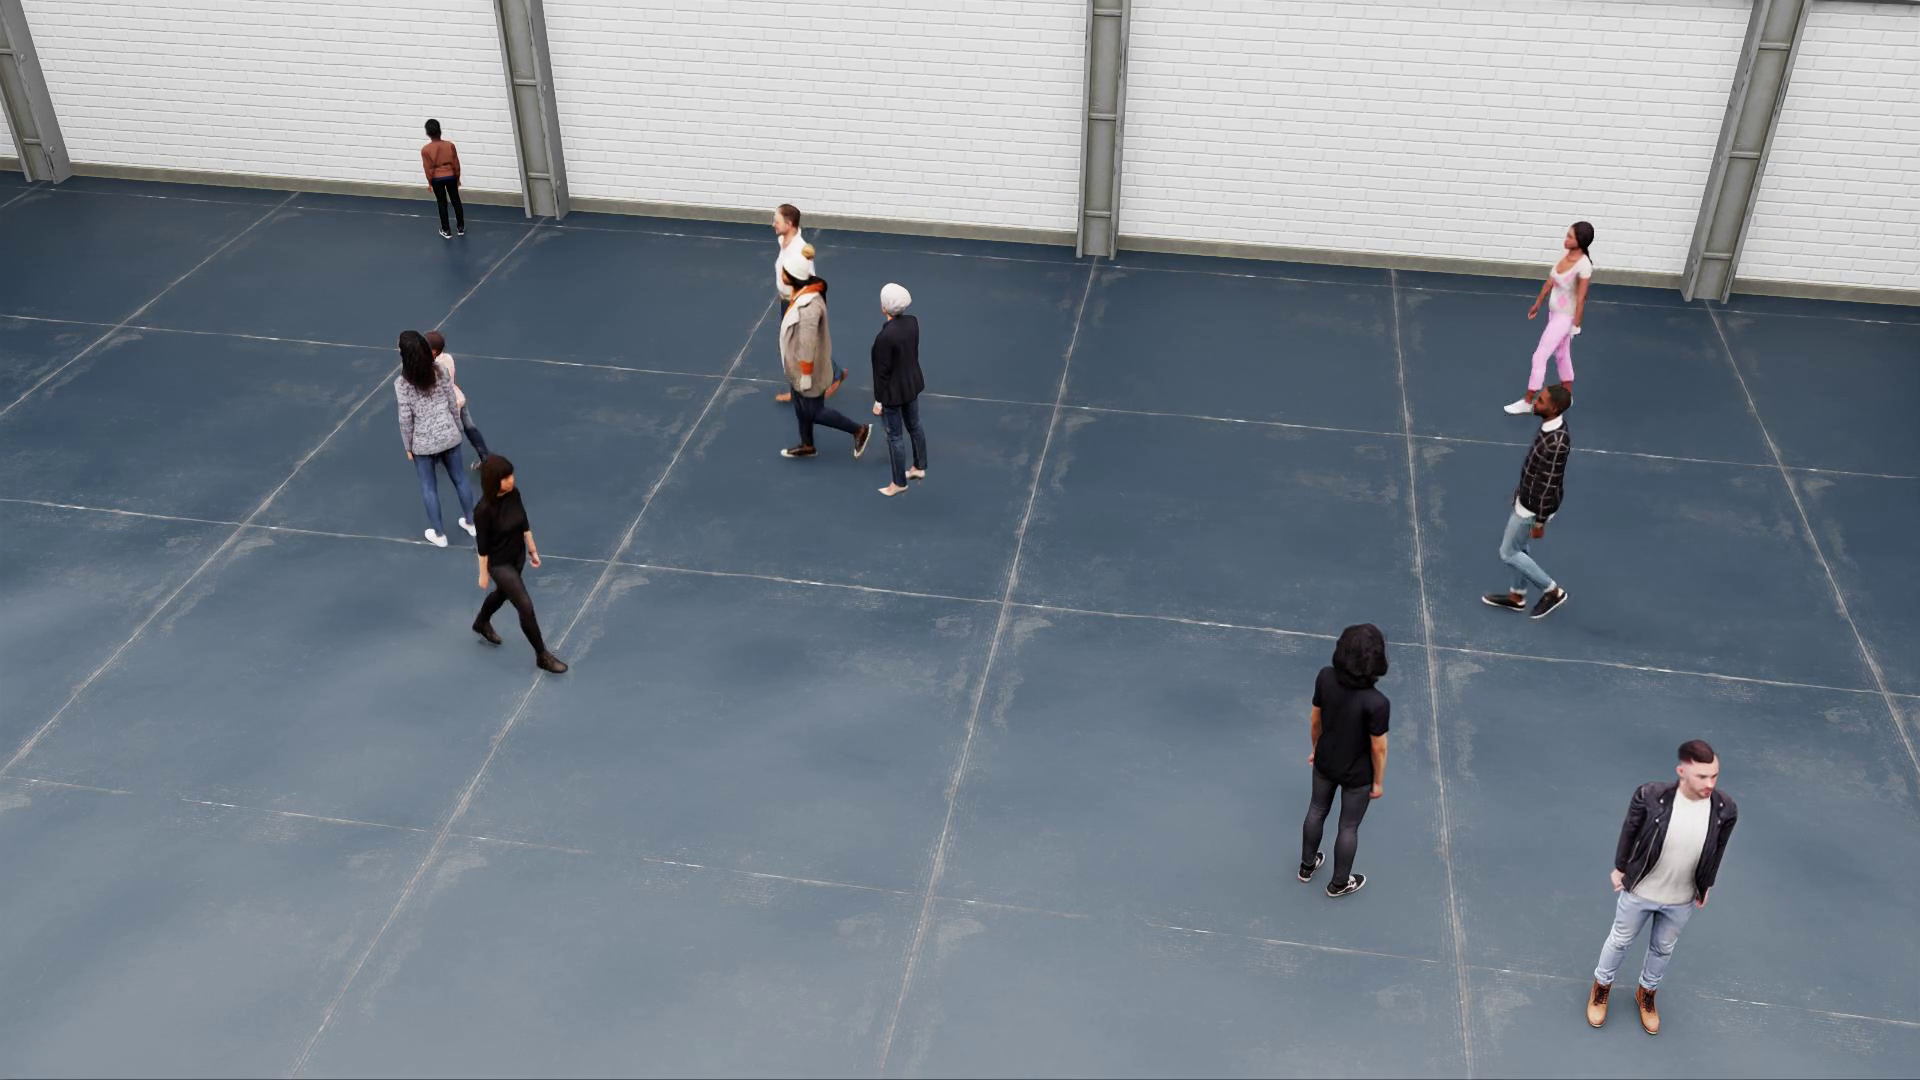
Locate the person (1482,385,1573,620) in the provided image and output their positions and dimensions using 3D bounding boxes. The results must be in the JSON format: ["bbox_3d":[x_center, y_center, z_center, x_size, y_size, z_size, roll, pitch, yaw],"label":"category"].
[{"bbox_3d":[4.071,-0.236,11.491,0.817,1.805,0.722,10,35,14],"label":"person"}]

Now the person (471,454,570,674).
[{"bbox_3d":[-3.104,0.125,11.132,1.135,1.602,0.756,14,36,20],"label":"person"}]

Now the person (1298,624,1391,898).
[{"bbox_3d":[2.136,1.228,9.261,0.671,1.836,0.773,29,43,36],"label":"person"}]

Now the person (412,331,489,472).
[{"bbox_3d":[-3.990,-1.046,13.197,0.945,1.265,0.659,13,36,19],"label":"person"}]

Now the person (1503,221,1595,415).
[{"bbox_3d":[5.164,-1.869,14.029,0.967,1.715,0.735,-2,34,-3],"label":"person"}]

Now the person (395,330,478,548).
[{"bbox_3d":[-3.906,-0.761,12.350,0.688,1.729,0.734,-24,41,-32],"label":"person"}]

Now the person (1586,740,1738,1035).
[{"bbox_3d":[3.573,1.749,8.480,0.480,1.835,0.712,7,34,10],"label":"person"}]

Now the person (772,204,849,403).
[{"bbox_3d":[-1.281,-1.992,14.103,0.982,1.838,0.850,-8,34,-11],"label":"person"}]

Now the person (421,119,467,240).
[{"bbox_3d":[-5.373,-3.764,17.295,0.575,1.256,0.652,-17,37,-24],"label":"person"}]

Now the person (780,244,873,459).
[{"bbox_3d":[-1.101,-1.452,13.260,1.083,1.873,0.886,-4,34,-6],"label":"person"}]

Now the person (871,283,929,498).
[{"bbox_3d":[-0.452,-1.146,12.467,0.749,1.781,0.836,23,40,30],"label":"person"}]
